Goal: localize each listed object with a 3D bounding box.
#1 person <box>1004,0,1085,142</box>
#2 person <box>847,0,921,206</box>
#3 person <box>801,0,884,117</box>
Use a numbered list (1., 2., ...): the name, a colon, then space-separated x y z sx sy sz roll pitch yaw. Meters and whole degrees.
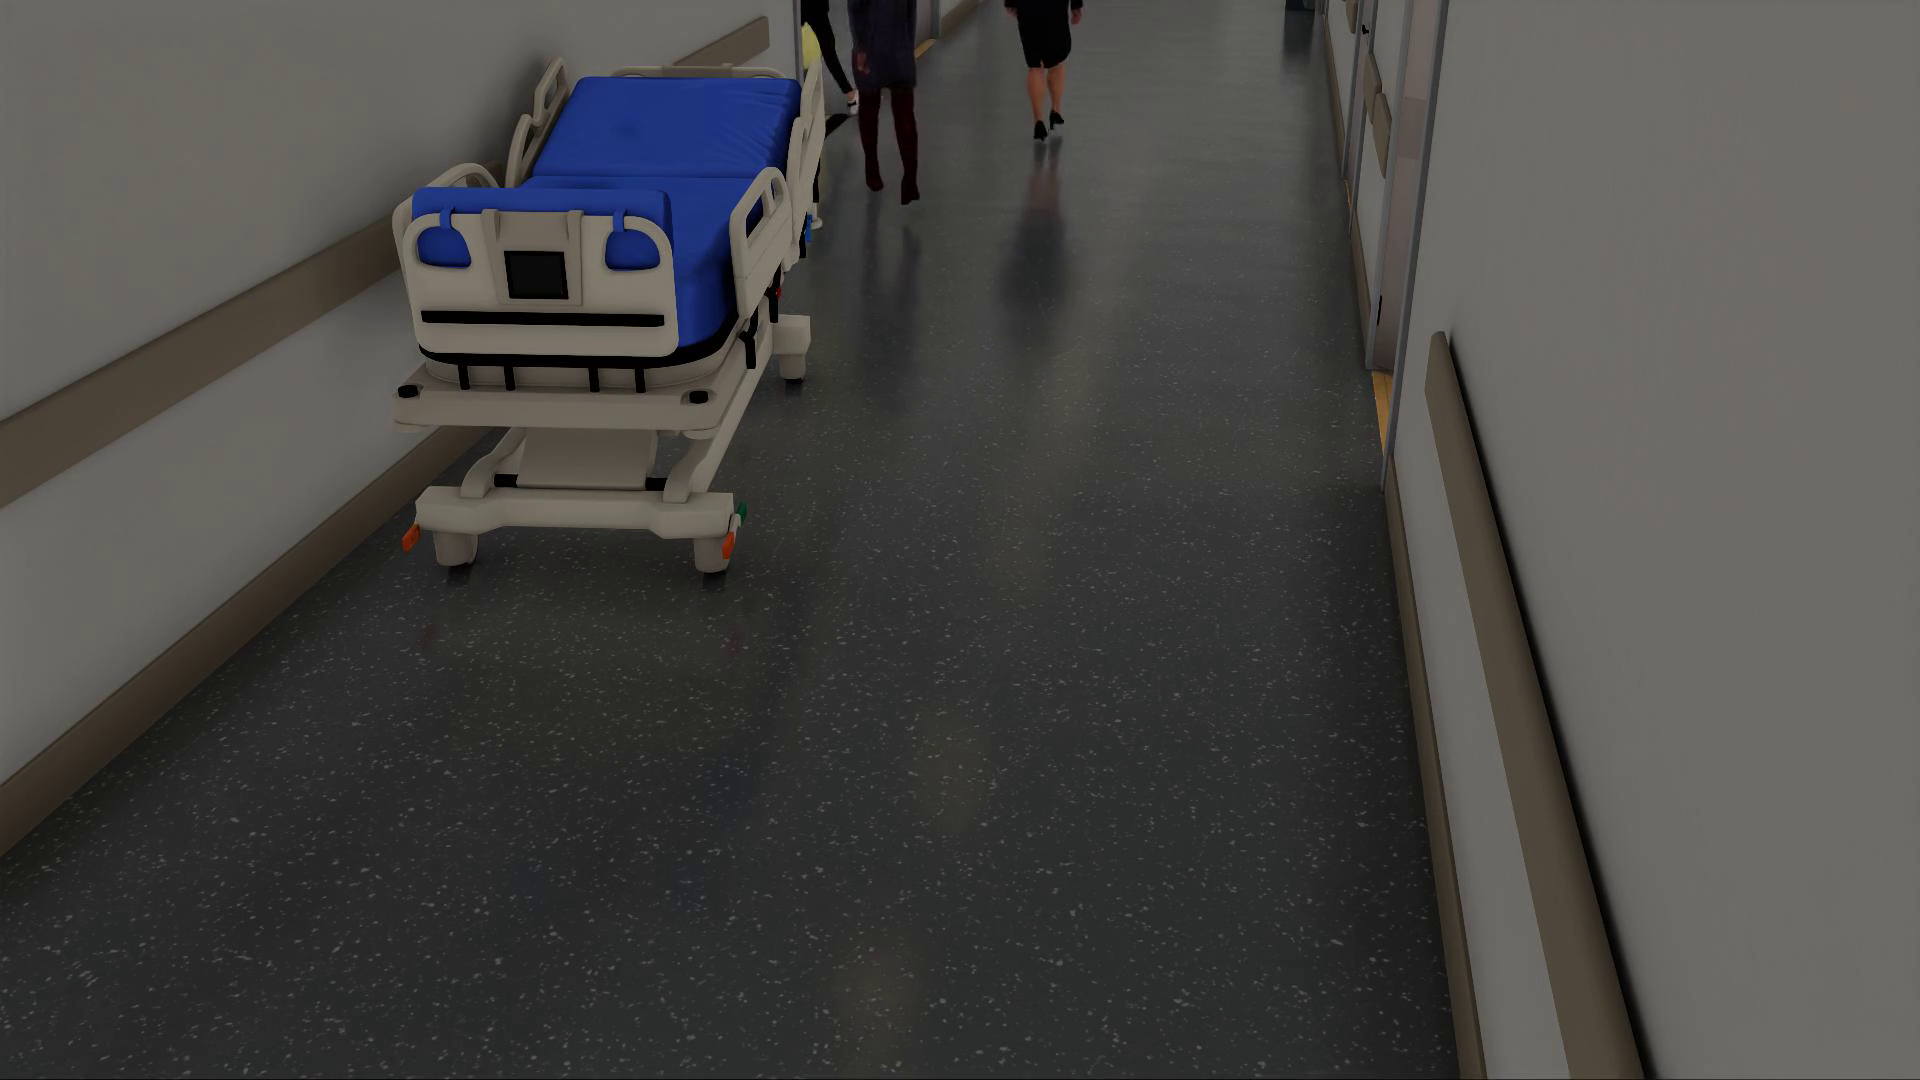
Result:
1. person: 0.533 -3.470 10.992 0.750 1.655 0.778 3 26 6
2. person: -0.473 -2.792 9.568 1.104 1.671 0.885 -4 26 -9
3. person: -1.175 -3.819 11.614 1.175 1.743 0.627 5 26 11
